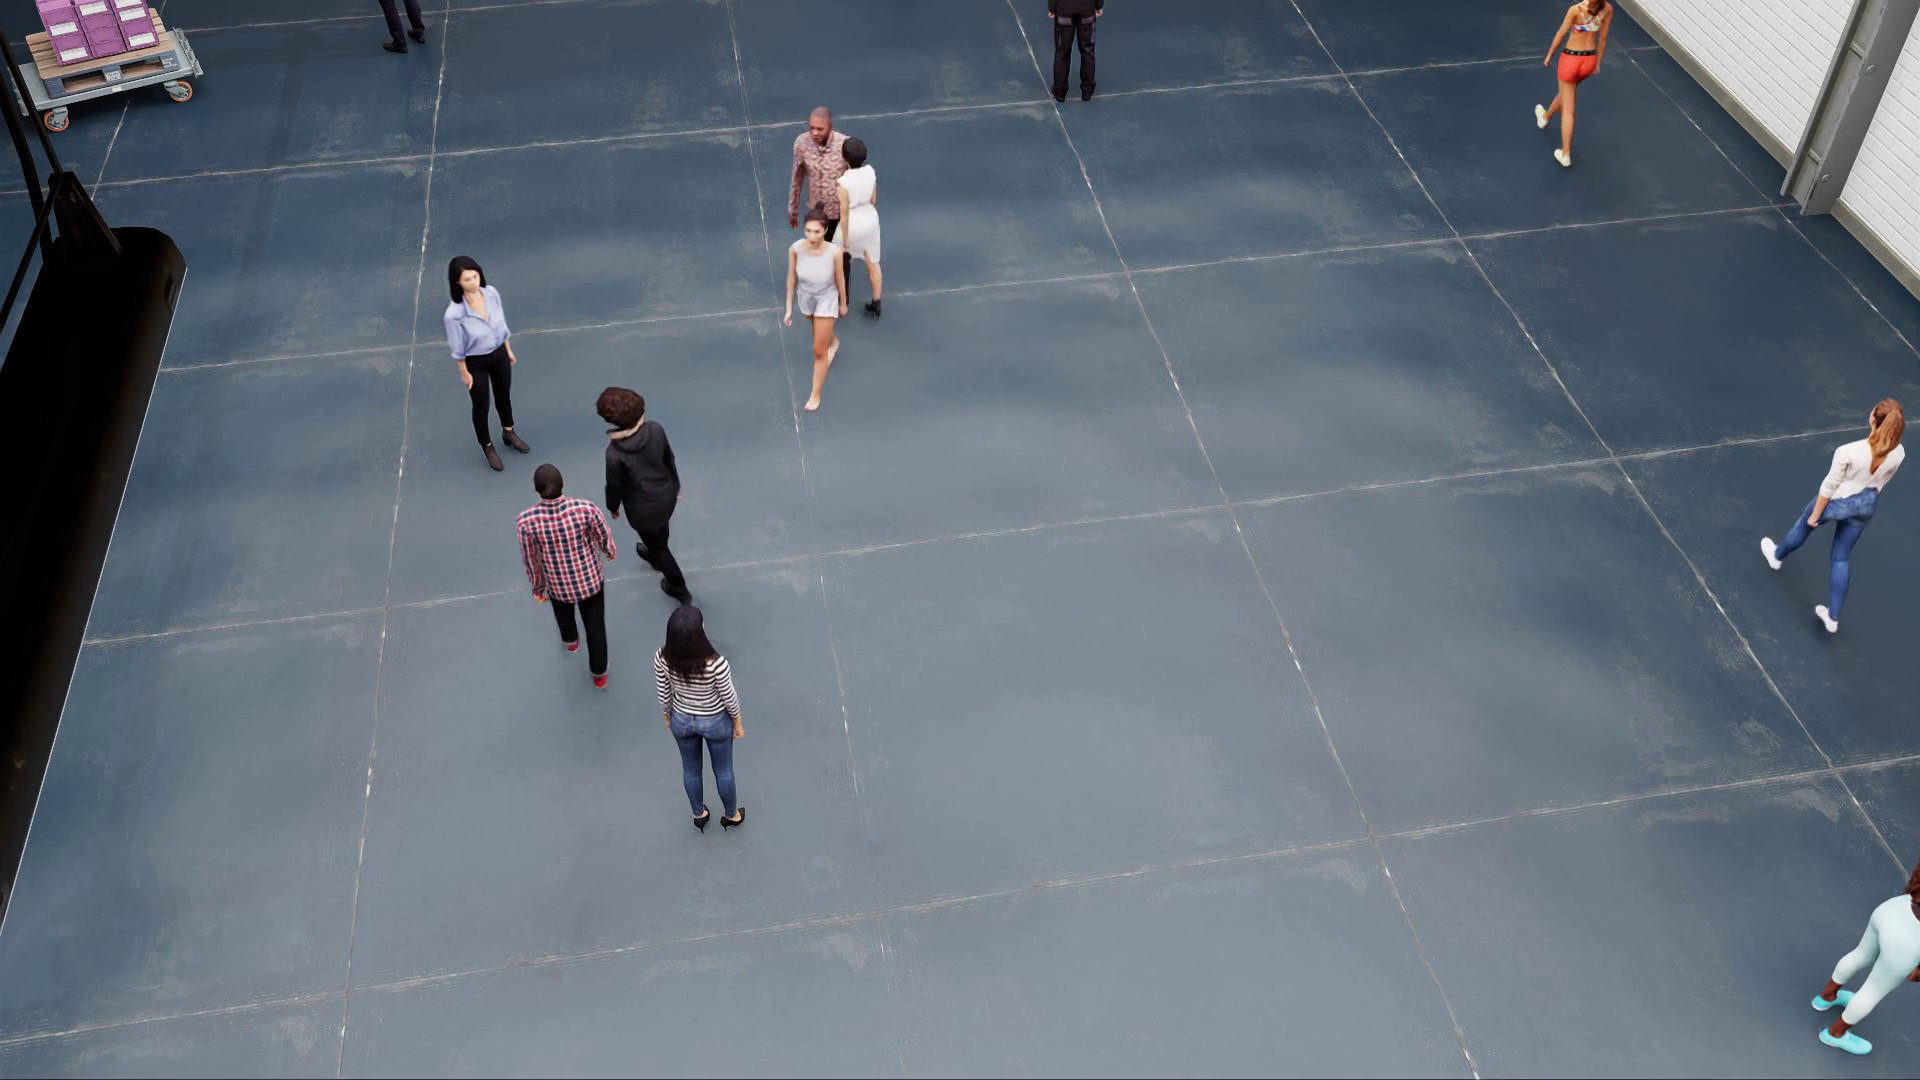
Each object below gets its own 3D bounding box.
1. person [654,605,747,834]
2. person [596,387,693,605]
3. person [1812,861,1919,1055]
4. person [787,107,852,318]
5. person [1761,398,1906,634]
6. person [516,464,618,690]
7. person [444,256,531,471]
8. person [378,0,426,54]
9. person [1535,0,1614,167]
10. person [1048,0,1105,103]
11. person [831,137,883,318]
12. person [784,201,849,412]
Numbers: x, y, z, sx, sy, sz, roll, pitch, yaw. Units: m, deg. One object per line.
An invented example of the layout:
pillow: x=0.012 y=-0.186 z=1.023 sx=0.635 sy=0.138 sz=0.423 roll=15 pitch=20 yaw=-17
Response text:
person: x=-1.467 y=1.041 z=9.422 sx=0.655 sy=1.795 sz=0.608 roll=6 pitch=44 yaw=6
person: x=-1.959 y=-0.223 z=10.787 sx=1.009 sy=1.741 sz=0.920 roll=34 pitch=53 yaw=30
person: x=4.794 y=2.004 z=8.463 sx=0.668 sy=1.722 sz=0.547 roll=3 pitch=44 yaw=3
person: x=-1.006 y=-2.749 z=13.424 sx=1.040 sy=1.761 sz=1.251 roll=10 pitch=44 yaw=10
person: x=5.755 y=-0.140 z=10.749 sx=0.768 sy=1.673 sz=1.160 roll=0 pitch=44 yaw=1
person: x=-2.381 y=0.259 z=10.278 sx=0.692 sy=1.745 sz=0.862 roll=-8 pitch=44 yaw=-8
person: x=-3.393 y=-1.281 z=11.896 sx=0.758 sy=1.743 sz=0.722 roll=31 pitch=52 yaw=28
person: x=-5.727 y=-5.783 z=16.552 sx=0.855 sy=1.839 sz=0.784 roll=24 pitch=49 yaw=23
person: x=5.566 y=-4.217 z=14.975 sx=0.634 sy=1.747 sz=1.126 roll=-5 pitch=44 yaw=-5
person: x=1.094 y=-5.044 z=15.777 sx=0.751 sy=1.838 sz=0.620 roll=-1 pitch=44 yaw=-1
person: x=-0.763 y=-2.457 z=13.293 sx=0.867 sy=1.518 sz=1.052 roll=-29 pitch=51 yaw=-27
person: x=-1.048 y=-1.854 z=12.630 sx=0.920 sy=1.561 sz=1.167 roll=13 pitch=45 yaw=13
